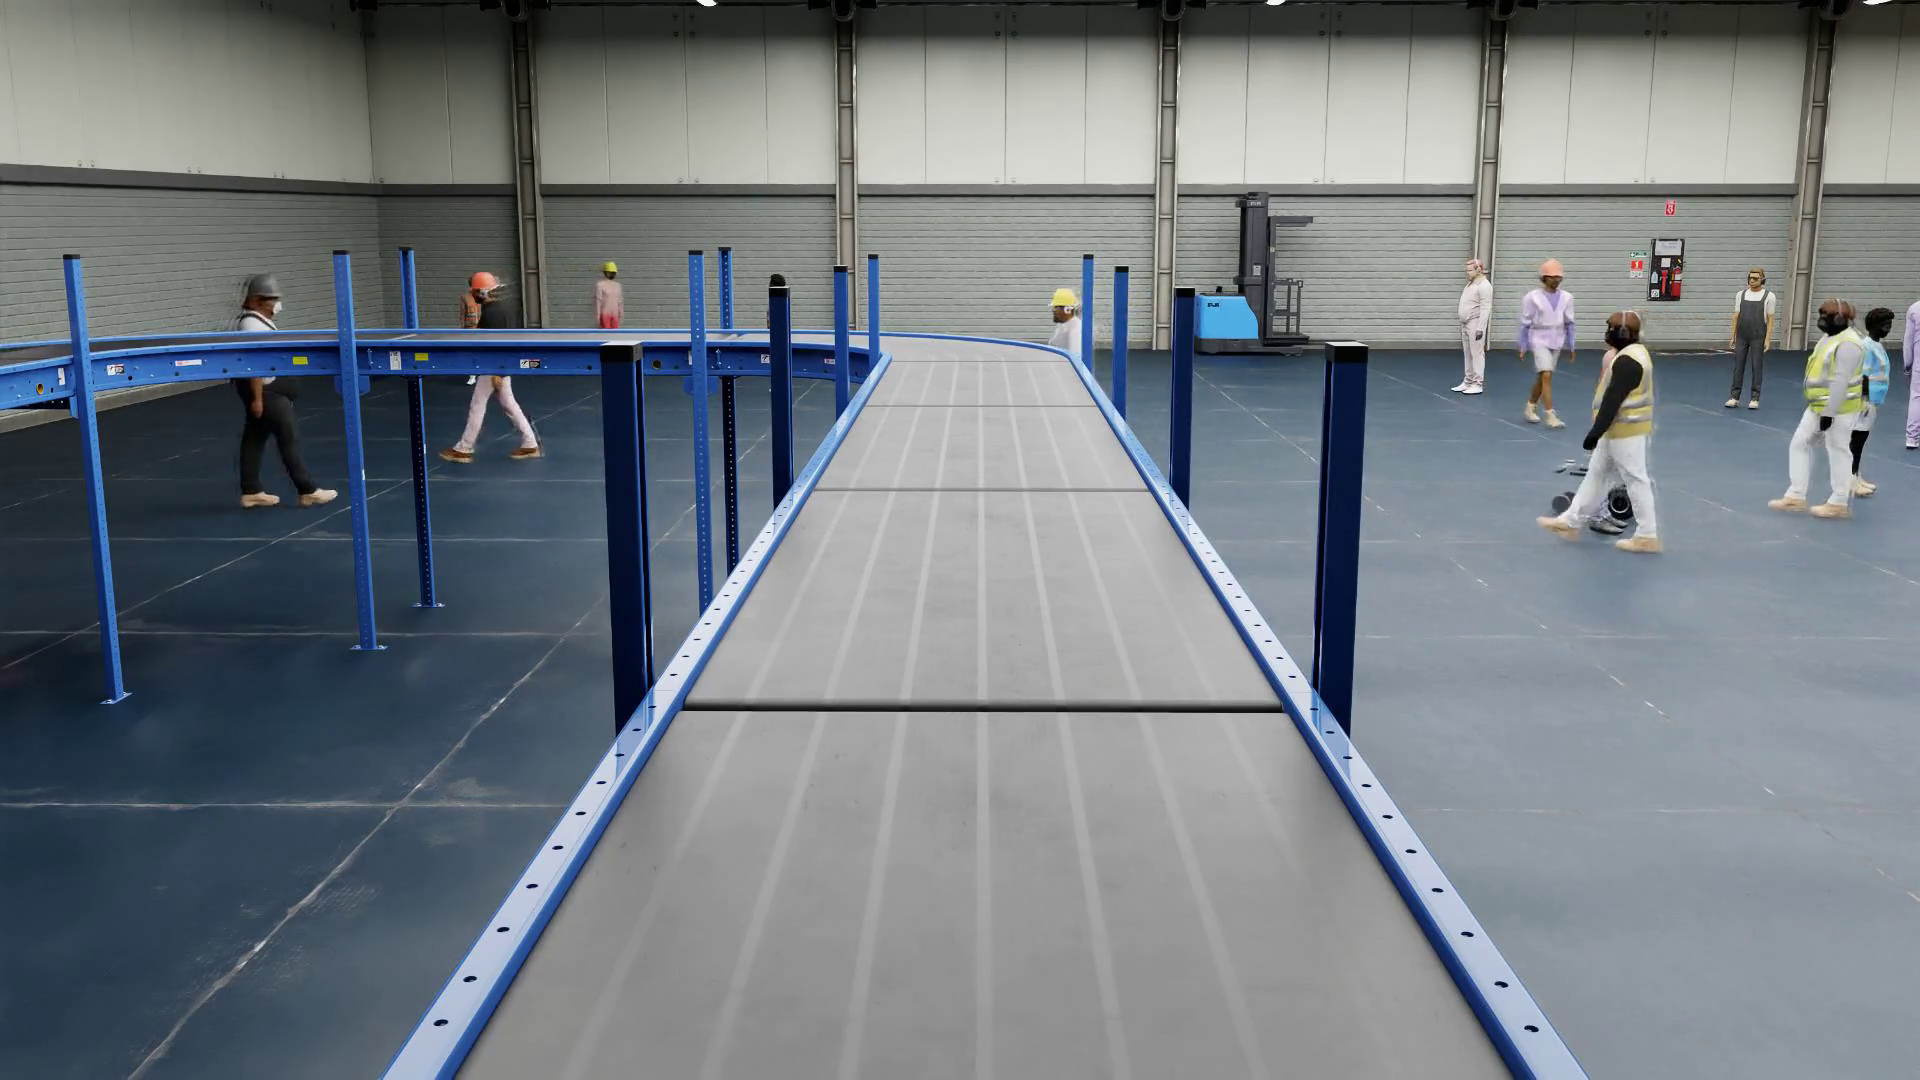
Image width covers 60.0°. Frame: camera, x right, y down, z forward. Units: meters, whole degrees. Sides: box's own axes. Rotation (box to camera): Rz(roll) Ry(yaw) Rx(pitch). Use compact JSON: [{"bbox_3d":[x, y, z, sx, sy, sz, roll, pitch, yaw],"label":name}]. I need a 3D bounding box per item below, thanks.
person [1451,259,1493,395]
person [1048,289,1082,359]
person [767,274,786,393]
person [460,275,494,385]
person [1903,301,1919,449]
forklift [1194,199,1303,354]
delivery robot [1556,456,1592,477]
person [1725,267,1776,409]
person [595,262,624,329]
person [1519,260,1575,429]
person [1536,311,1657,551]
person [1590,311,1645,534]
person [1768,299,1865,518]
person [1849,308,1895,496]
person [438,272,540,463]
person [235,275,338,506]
[{"bbox_3d":[7.298,-3.038,23.699,0.407,1.904,0.639,-1,11,-6],"label":"person"},{"bbox_3d":[1.045,-1.634,16.790,0.922,1.782,0.616,-3,11,-16],"label":"person"},{"bbox_3d":[-2.594,-2.942,23.727,0.318,1.699,0.536,0,11,2],"label":"person"},{"bbox_3d":[-7.223,-3.151,24.949,0.514,1.641,0.308,-2,11,-8],"label":"person"},{"bbox_3d":[10.531,-1.918,17.930,0.401,1.906,0.650,-11,15,-44],"label":"person"},{"bbox_3d":[5.313,-4.851,30.603,1.873,2.768,1.129,0,11,1],"label":"forklift"},{"bbox_3d":[5.467,-0.663,14.163,0.698,0.223,0.335,8,13,35],"label":"delivery robot"},{"bbox_3d":[10.400,-2.654,21.868,0.504,1.847,0.344,10,15,41],"label":"person"},{"bbox_3d":[-5.845,-3.766,27.817,0.369,1.754,0.553,9,14,40],"label":"person"},{"bbox_3d":[7.073,-2.363,20.013,0.623,1.994,1.032,-2,11,-10],"label":"person"},{"bbox_3d":[4.899,-0.828,12.626,0.939,1.796,0.627,4,12,21],"label":"person"},{"bbox_3d":[5.256,-0.946,13.315,0.320,1.763,0.522,6,13,29],"label":"person"},{"bbox_3d":[7.164,-1.099,13.933,0.727,1.818,0.661,2,11,9],"label":"person"},{"bbox_3d":[8.241,-1.261,15.106,0.320,1.692,0.531,8,13,35],"label":"person"},{"bbox_3d":[-4.851,-1.777,17.129,1.001,1.940,0.636,-1,11,-3],"label":"person"},{"bbox_3d":[-5.881,-1.282,14.427,0.904,2.000,0.704,-5,12,-22],"label":"person"}]
